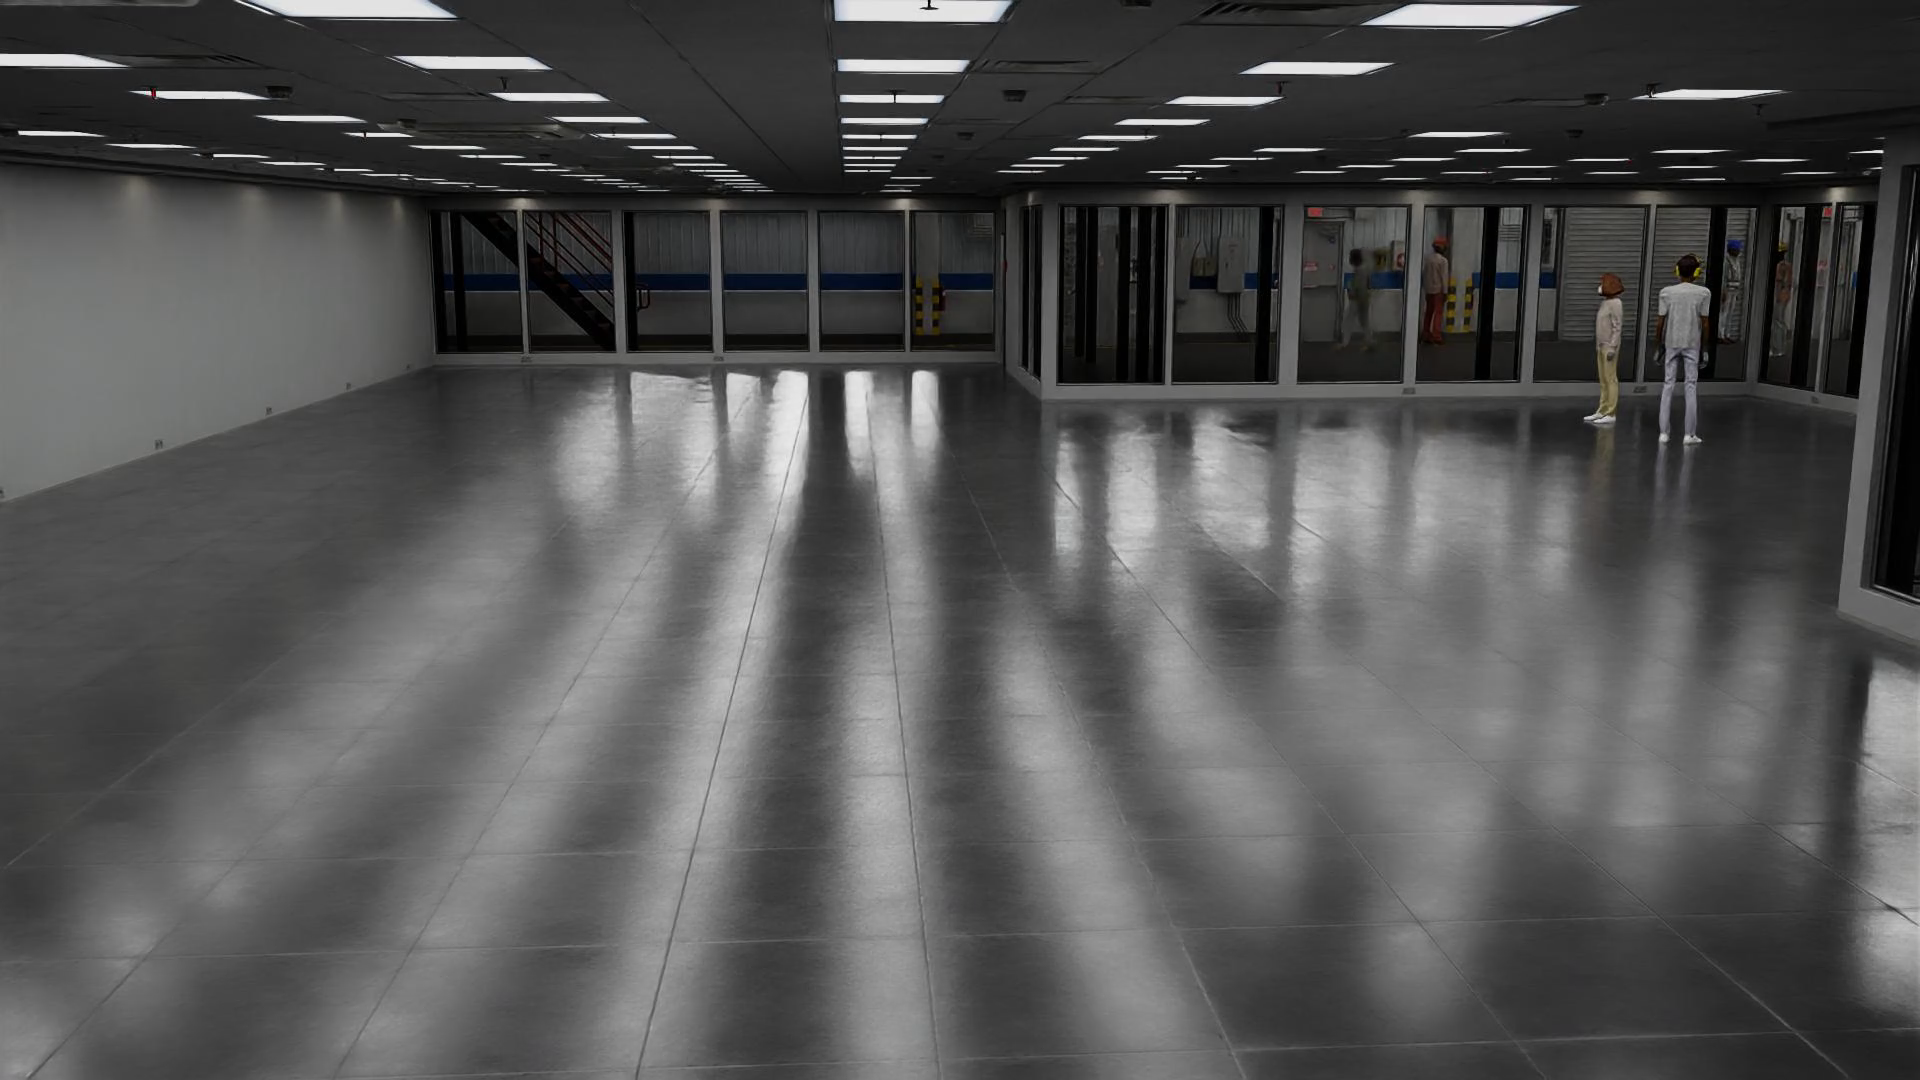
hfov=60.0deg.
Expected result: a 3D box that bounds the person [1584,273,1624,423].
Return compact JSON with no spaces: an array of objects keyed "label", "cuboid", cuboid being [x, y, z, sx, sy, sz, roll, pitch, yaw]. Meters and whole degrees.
[{"label":"person","cuboid":[7.077,-2.093,18.206,0.278,1.634,0.498,1,11,3]}]

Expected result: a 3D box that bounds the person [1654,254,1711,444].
[{"label":"person","cuboid":[7.127,-1.875,16.404,0.517,1.874,0.328,7,13,35]}]
